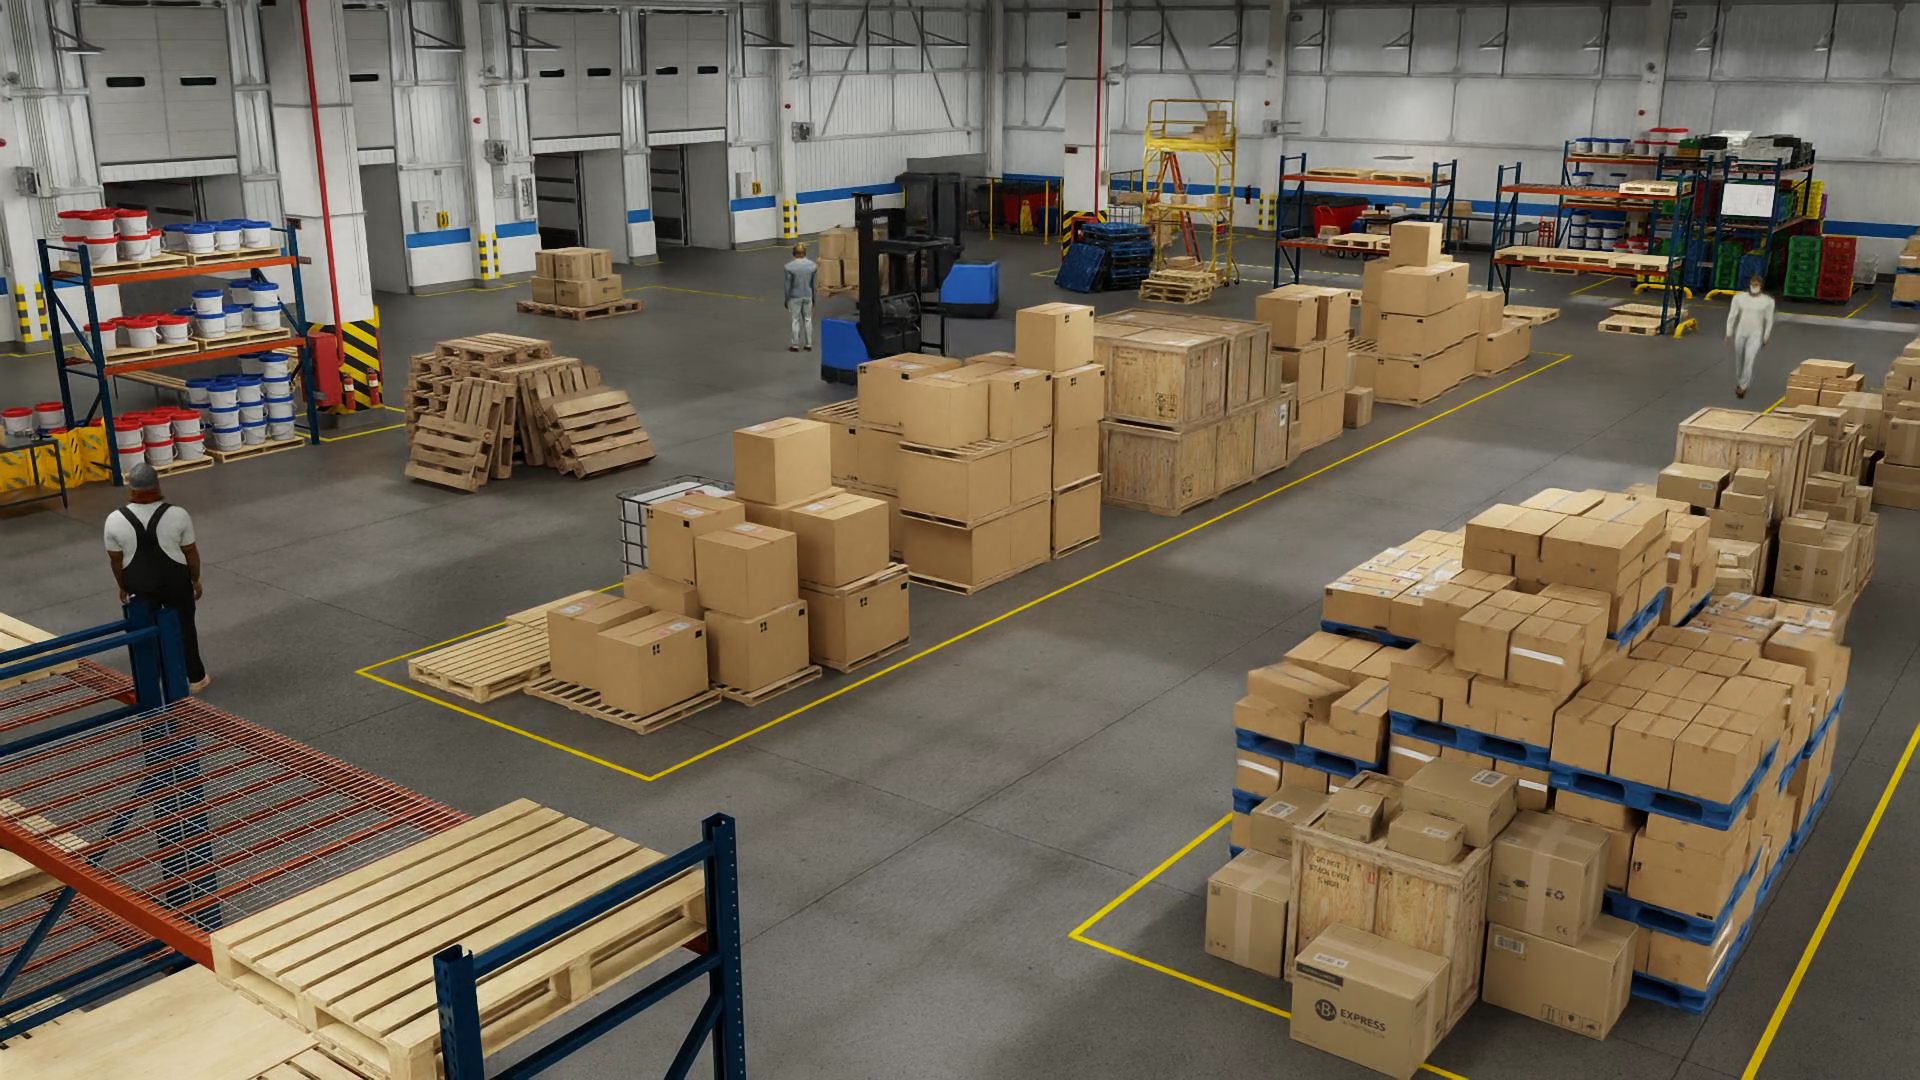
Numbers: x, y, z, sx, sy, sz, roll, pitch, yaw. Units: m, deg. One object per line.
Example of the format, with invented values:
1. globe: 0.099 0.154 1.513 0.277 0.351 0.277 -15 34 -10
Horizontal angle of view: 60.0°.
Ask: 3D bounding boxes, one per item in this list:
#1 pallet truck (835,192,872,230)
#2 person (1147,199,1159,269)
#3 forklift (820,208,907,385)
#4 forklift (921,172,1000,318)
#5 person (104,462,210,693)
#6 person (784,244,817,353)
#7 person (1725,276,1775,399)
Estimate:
1. pallet truck: -1.936 -7.159 38.982 1.885 1.965 0.823 -12 21 -34
2. person: 4.631 -7.448 40.483 0.446 1.682 0.539 1 17 4
3. forklift: -1.250 -3.861 26.558 1.873 2.768 1.129 12 21 35
4. forklift: -0.186 -5.961 33.512 1.873 2.768 1.129 3 17 10
5. person: -6.797 0.326 14.124 0.688 2.000 0.539 -5 17 -16
6. person: -2.843 -4.309 29.667 0.636 1.931 0.377 -9 19 -28
7. person: 12.324 -3.178 26.007 0.627 1.884 1.043 11 20 32
